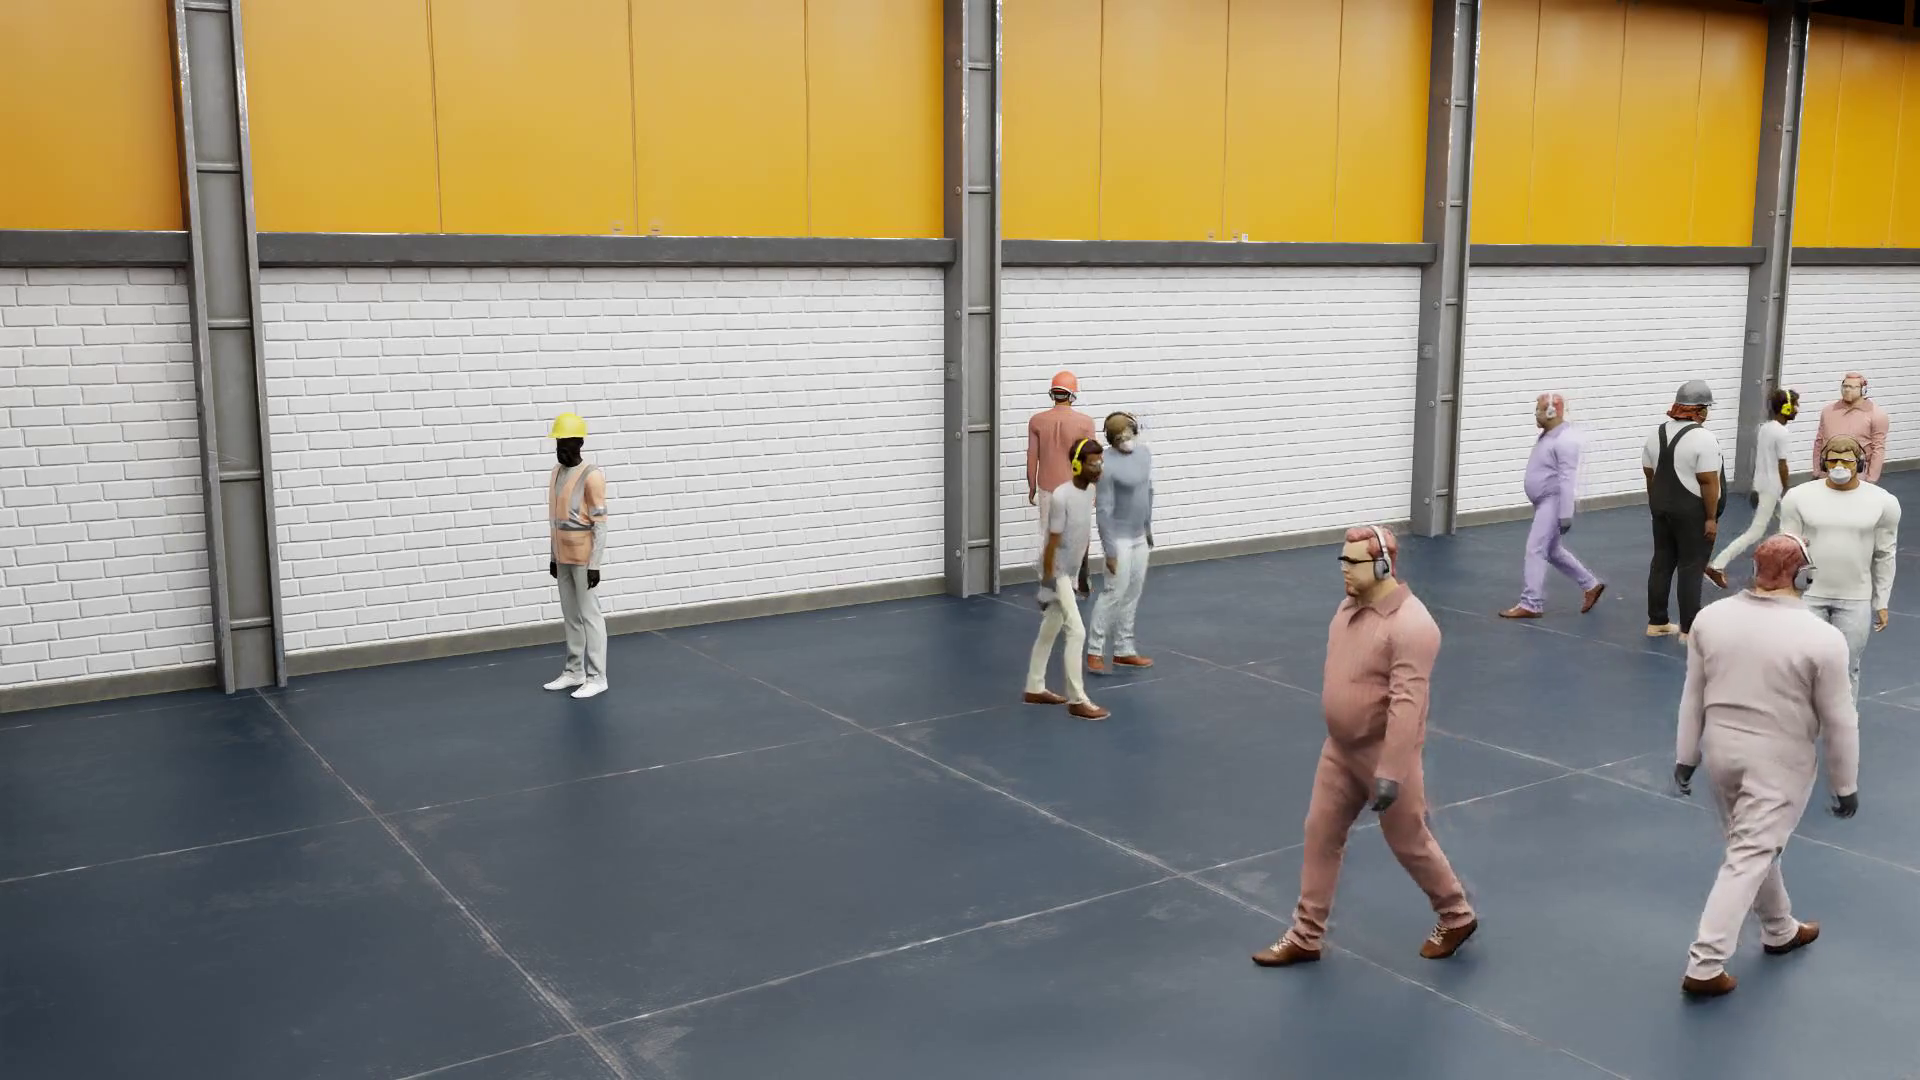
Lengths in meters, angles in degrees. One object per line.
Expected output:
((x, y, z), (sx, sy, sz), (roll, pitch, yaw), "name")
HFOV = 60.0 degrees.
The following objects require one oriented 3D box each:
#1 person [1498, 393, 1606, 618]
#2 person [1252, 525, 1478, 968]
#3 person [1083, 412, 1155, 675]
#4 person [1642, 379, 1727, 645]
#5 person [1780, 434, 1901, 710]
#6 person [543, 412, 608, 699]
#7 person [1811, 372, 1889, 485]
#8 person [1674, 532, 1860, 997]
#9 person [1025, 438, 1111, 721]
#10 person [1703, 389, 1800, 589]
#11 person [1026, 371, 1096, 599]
((4.943, -0.283, 13.737), (0.858, 1.873, 0.655), (1, 9, 4), "person")
((1.742, 0.858, 6.878), (0.957, 1.869, 0.648), (-4, 10, -21), "person")
((1.134, 0.017, 11.888), (0.385, 1.897, 0.701), (7, 11, 34), "person")
((5.637, -0.224, 12.854), (0.536, 2.000, 0.672), (-3, 10, -19), "person")
((5.109, 0.342, 9.751), (0.635, 1.937, 0.352), (5, 11, 27), "person")
((-2.600, 0.099, 11.243), (0.590, 1.930, 0.353), (9, 13, 44), "person")
((8.340, -0.627, 15.679), (0.410, 1.912, 0.643), (-7, 12, -36), "person")
((3.261, 0.892, 6.713), (0.993, 1.850, 0.670), (-5, 11, -29), "person")
((0.688, 0.245, 10.756), (0.679, 1.813, 0.510), (4, 10, 25), "person")
((7.150, -0.435, 14.797), (0.947, 1.827, 0.491), (2, 10, 13), "person")
((0.894, -0.476, 14.510), (0.626, 1.992, 0.387), (2, 10, 14), "person")
